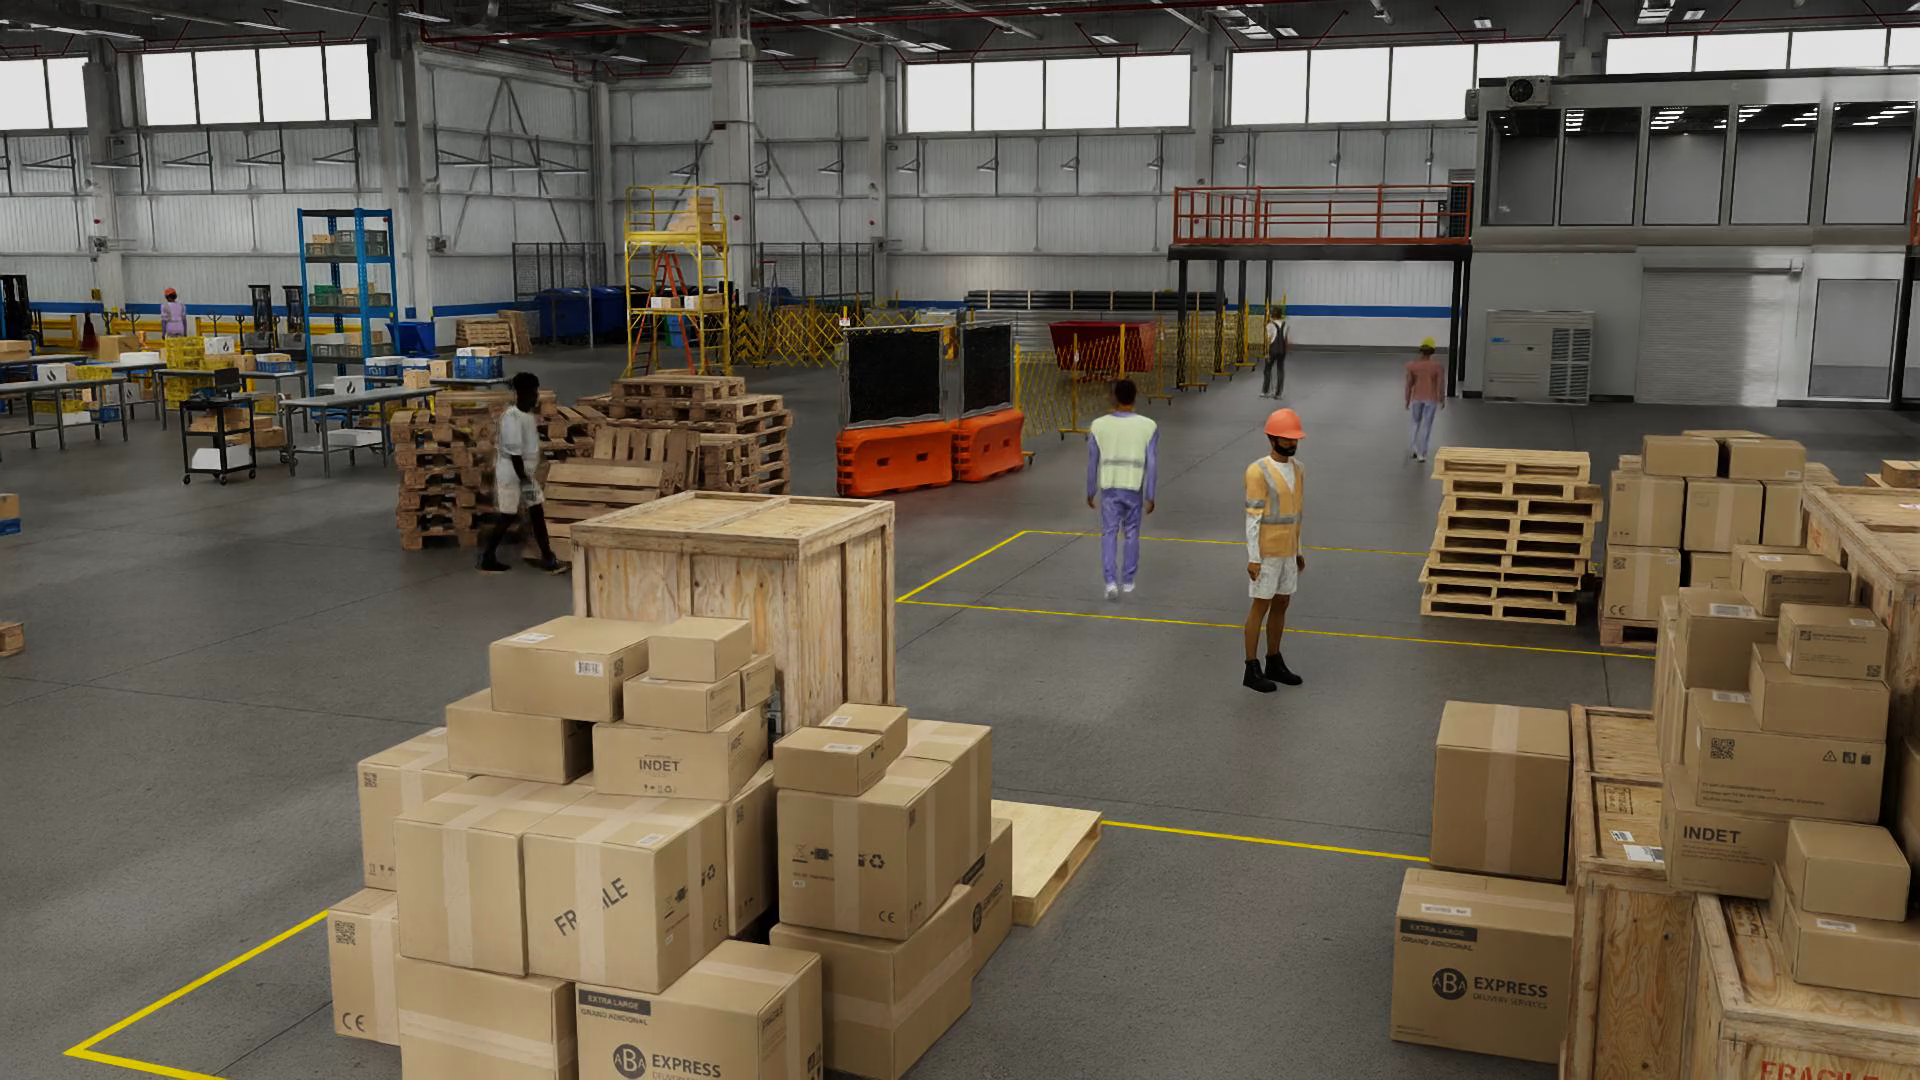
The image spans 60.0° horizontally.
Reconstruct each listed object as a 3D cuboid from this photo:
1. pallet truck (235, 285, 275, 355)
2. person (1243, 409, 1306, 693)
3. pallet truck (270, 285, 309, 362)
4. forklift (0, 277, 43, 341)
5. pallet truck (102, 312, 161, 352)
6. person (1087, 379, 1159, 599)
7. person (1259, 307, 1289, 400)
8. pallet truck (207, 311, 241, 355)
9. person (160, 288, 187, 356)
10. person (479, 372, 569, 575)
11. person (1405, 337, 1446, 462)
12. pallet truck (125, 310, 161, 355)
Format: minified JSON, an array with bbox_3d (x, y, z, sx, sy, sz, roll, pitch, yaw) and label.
[{"bbox_3d":[-18.327,-5.835,44.421,0.823,1.965,1.885,4,11,23],"label":"pallet truck"},{"bbox_3d":[2.178,0.067,11.354,0.551,1.935,0.372,-9,13,-40],"label":"person"},{"bbox_3d":[-17.147,-5.700,43.663,0.823,1.965,1.885,3,11,17],"label":"pallet truck"},{"bbox_3d":[-27.151,-6.329,46.328,1.157,1.987,2.680,3,11,17],"label":"forklift"},{"bbox_3d":[-23.057,-5.777,46.261,0.680,1.201,1.601,3,11,19],"label":"pallet truck"},{"bbox_3d":[1.394,-0.430,14.340,0.611,1.892,0.859,1,10,8],"label":"person"},{"bbox_3d":[6.204,-3.695,32.876,0.512,1.811,0.819,-3,10,-14],"label":"person"},{"bbox_3d":[-19.537,-5.575,44.913,0.653,1.274,1.630,3,11,19],"label":"pallet truck"},{"bbox_3d":[-18.510,-4.915,39.149,0.406,2.034,0.608,7,12,34],"label":"person"},{"bbox_3d":[-4.038,-0.594,15.217,0.847,1.903,0.629,2,10,10],"label":"person"},{"bbox_3d":[6.557,-1.978,23.387,0.541,1.741,0.598,5,11,27],"label":"person"},{"bbox_3d":[-22.038,-5.665,45.457,0.704,1.261,1.522,3,11,17],"label":"pallet truck"}]
